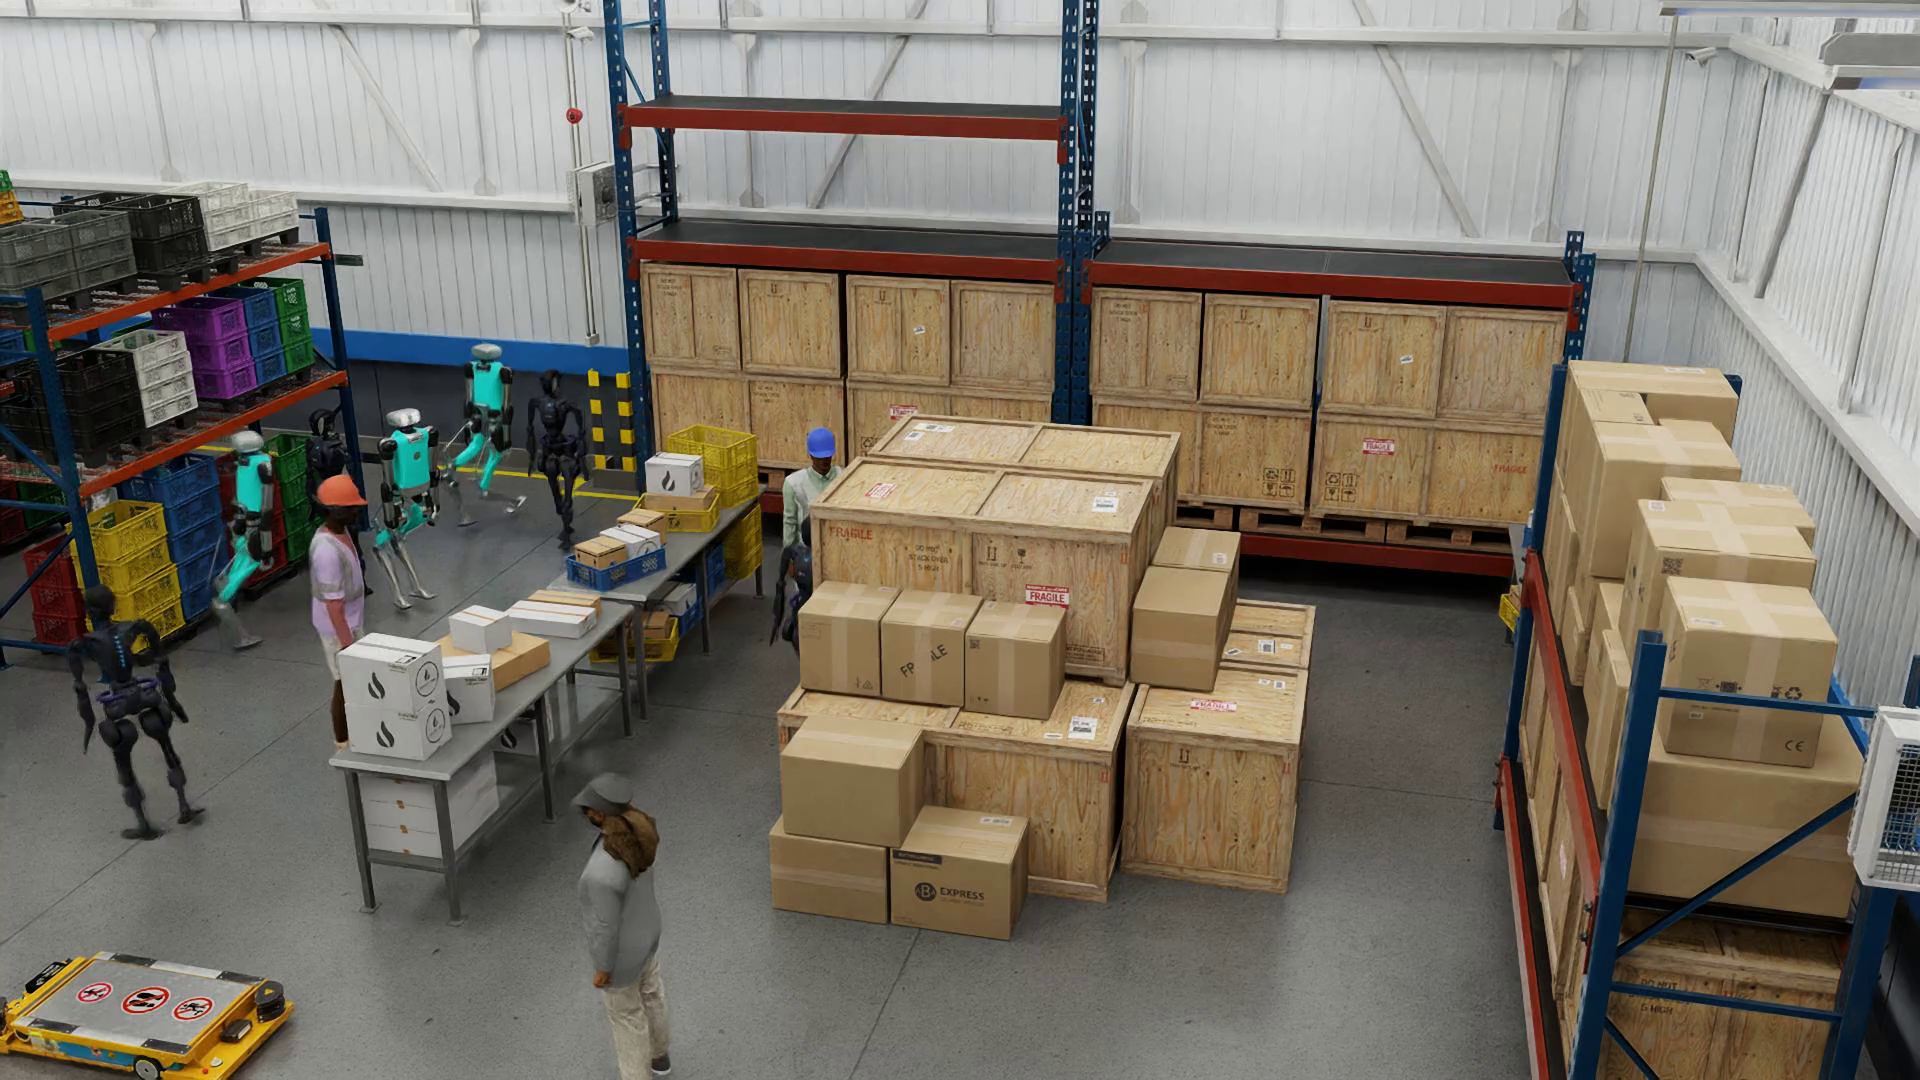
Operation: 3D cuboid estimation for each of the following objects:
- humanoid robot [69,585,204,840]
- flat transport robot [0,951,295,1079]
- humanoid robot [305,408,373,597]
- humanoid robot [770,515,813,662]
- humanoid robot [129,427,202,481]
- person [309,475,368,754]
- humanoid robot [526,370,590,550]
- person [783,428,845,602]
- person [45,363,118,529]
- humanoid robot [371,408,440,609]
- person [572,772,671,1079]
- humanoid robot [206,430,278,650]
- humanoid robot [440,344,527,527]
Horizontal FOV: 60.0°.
[{"bbox_3d":[-5.118,1.066,10.288,0.604,1.640,0.410,-18,28,-40],"label":"humanoid robot"},{"bbox_3d":[-4.270,2.464,8.601,1.431,0.231,0.659,5,22,13],"label":"flat transport robot"},{"bbox_3d":[-5.181,-0.295,13.824,0.599,1.657,0.315,12,24,28],"label":"humanoid robot"},{"bbox_3d":[-1.058,0.594,11.589,0.601,1.618,0.805,9,23,22],"label":"humanoid robot"},{"bbox_3d":[-7.103,-0.698,14.981,0.551,1.883,0.784,10,23,25],"label":"humanoid robot"},{"bbox_3d":[-4.113,0.545,11.177,0.425,2.027,0.625,-3,21,-9],"label":"person"},{"bbox_3d":[-3.639,-0.735,15.007,0.601,1.633,0.662,4,21,11],"label":"humanoid robot"},{"bbox_3d":[-1.024,0.087,12.468,0.604,1.948,0.389,-8,22,-21],"label":"person"},{"bbox_3d":[-7.586,-0.644,14.469,0.582,1.882,0.347,7,22,17],"label":"person"},{"bbox_3d":[-4.602,-0.291,13.621,0.748,1.695,0.530,15,25,33],"label":"humanoid robot"},{"bbox_3d":[-1.599,1.910,7.944,0.399,1.769,0.572,4,21,10],"label":"person"},{"bbox_3d":[-5.584,0.113,12.807,0.562,1.853,0.753,18,27,39],"label":"humanoid robot"},{"bbox_3d":[-4.463,-0.900,15.356,0.535,1.721,1.035,9,23,22],"label":"humanoid robot"}]
